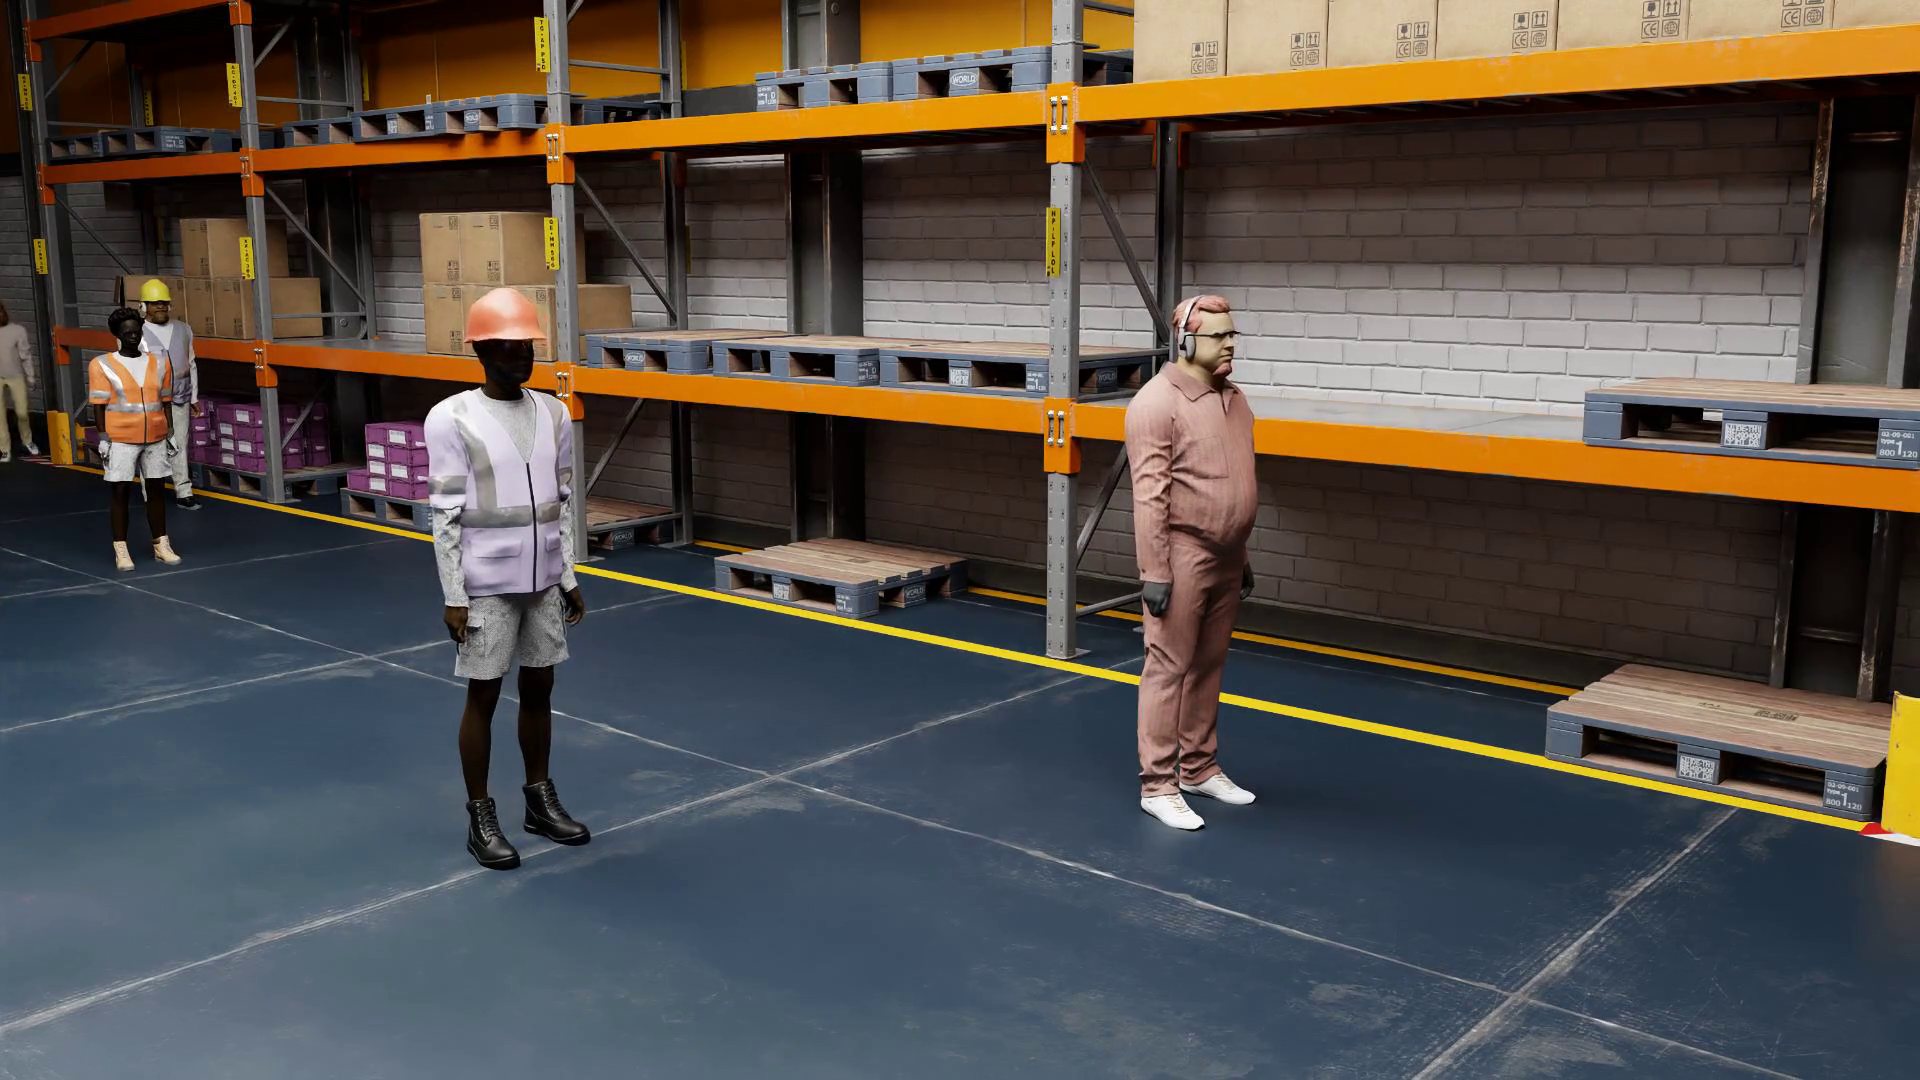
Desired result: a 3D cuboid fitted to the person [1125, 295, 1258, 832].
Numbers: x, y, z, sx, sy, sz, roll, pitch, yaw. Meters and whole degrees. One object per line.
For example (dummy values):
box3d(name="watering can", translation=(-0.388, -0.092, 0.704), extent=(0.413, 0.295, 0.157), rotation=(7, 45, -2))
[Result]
box3d(name="person", translation=(0.873, 0.074, 6.043), extent=(0.408, 1.908, 0.641), rotation=(8, 13, 39))

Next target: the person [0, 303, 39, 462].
box3d(name="person", translation=(-9.326, -1.566, 16.250), extent=(0.524, 1.599, 0.572), rotation=(-5, 11, -25))

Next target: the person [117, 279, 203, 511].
box3d(name="person", translation=(-6.262, -1.123, 13.068), extent=(0.403, 1.833, 0.590), rotation=(8, 13, 39))

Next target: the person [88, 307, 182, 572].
box3d(name="person", translation=(-5.342, -0.655, 10.789), extent=(0.318, 1.697, 0.535), rotation=(8, 13, 39))

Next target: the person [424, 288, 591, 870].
box3d(name="person", translation=(-1.515, 0.126, 5.647), extent=(0.353, 1.942, 0.545), rotation=(8, 13, 39))
